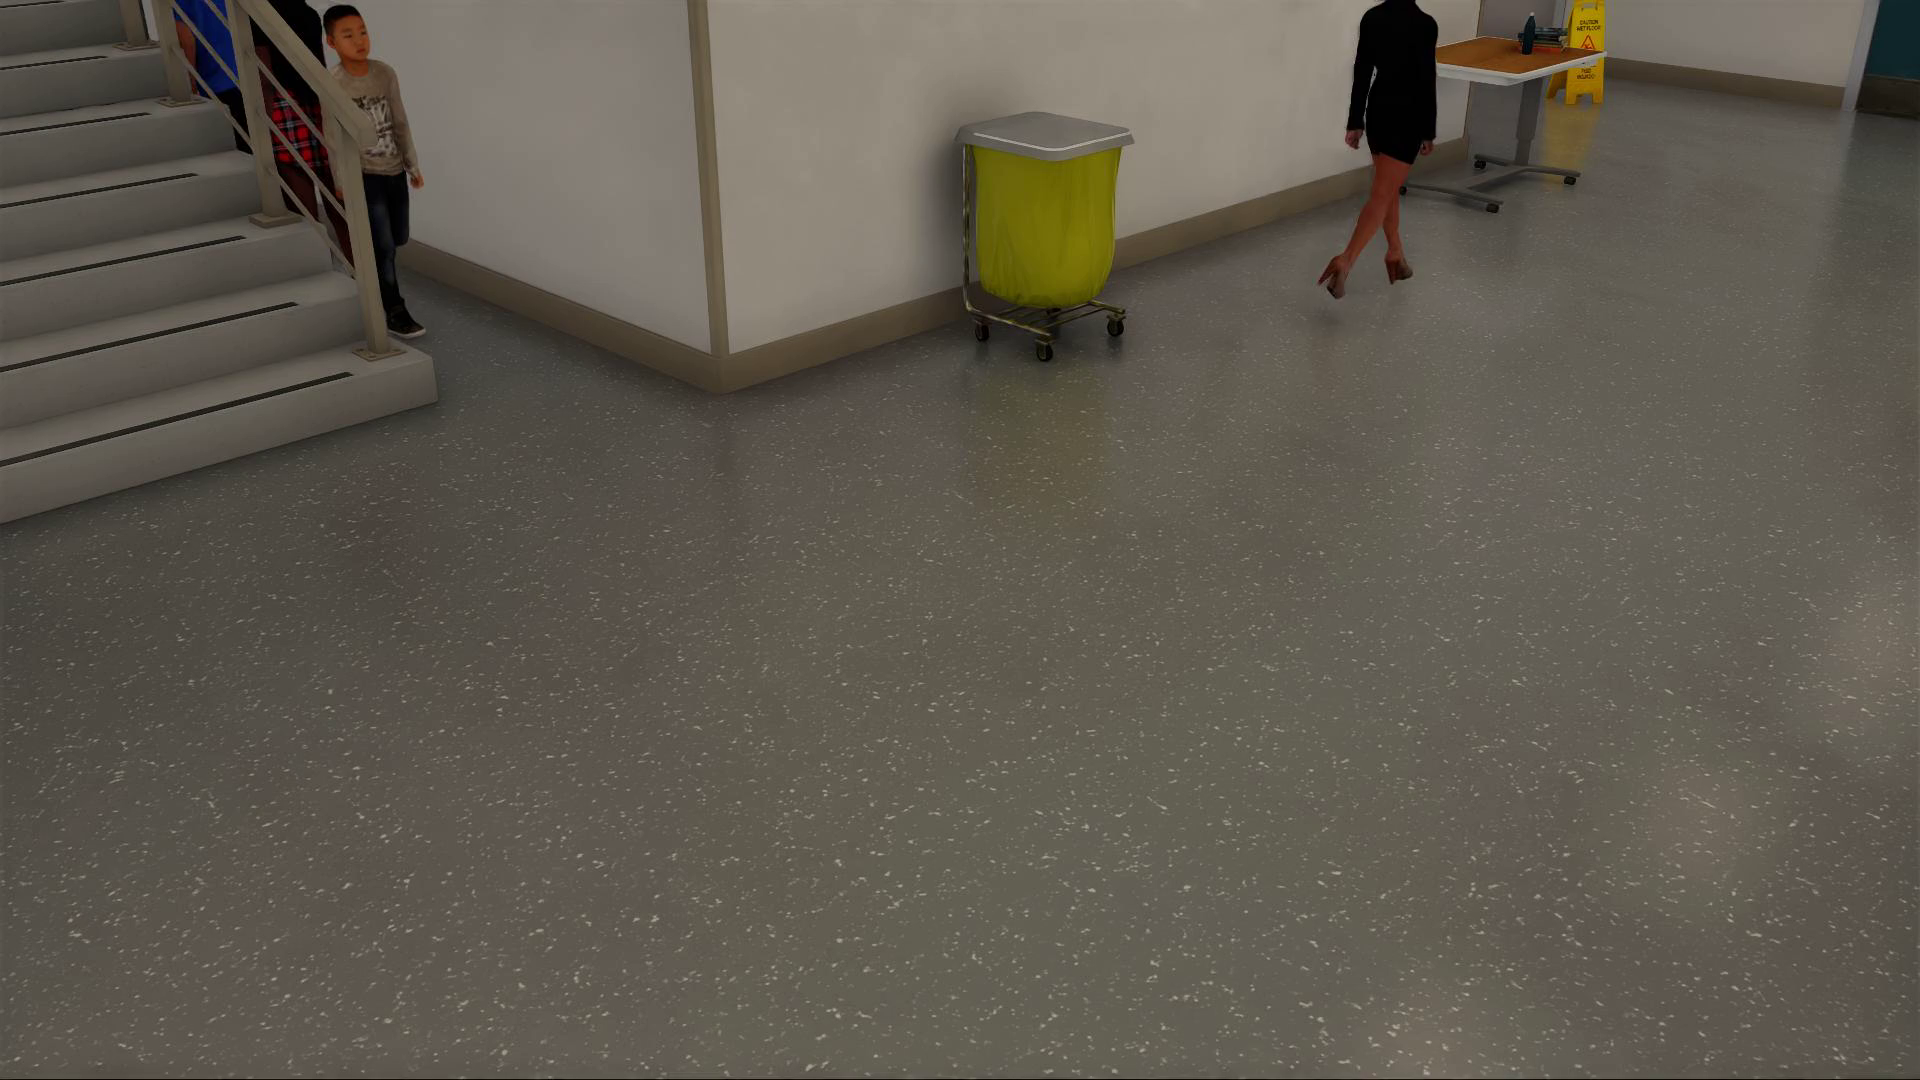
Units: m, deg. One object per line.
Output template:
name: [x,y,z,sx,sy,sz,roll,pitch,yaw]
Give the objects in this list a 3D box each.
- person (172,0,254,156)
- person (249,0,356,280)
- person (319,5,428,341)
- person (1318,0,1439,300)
person: [-3.603,-2.166,8.123,1.155,1.830,0.813,14,29,27]
person: [-2.949,-1.801,7.494,0.722,1.718,0.699,9,27,18]
person: [-2.680,-1.659,7.515,0.941,1.445,0.645,18,31,32]
person: [1.990,-1.884,7.798,0.675,1.603,0.979,-21,32,-36]
